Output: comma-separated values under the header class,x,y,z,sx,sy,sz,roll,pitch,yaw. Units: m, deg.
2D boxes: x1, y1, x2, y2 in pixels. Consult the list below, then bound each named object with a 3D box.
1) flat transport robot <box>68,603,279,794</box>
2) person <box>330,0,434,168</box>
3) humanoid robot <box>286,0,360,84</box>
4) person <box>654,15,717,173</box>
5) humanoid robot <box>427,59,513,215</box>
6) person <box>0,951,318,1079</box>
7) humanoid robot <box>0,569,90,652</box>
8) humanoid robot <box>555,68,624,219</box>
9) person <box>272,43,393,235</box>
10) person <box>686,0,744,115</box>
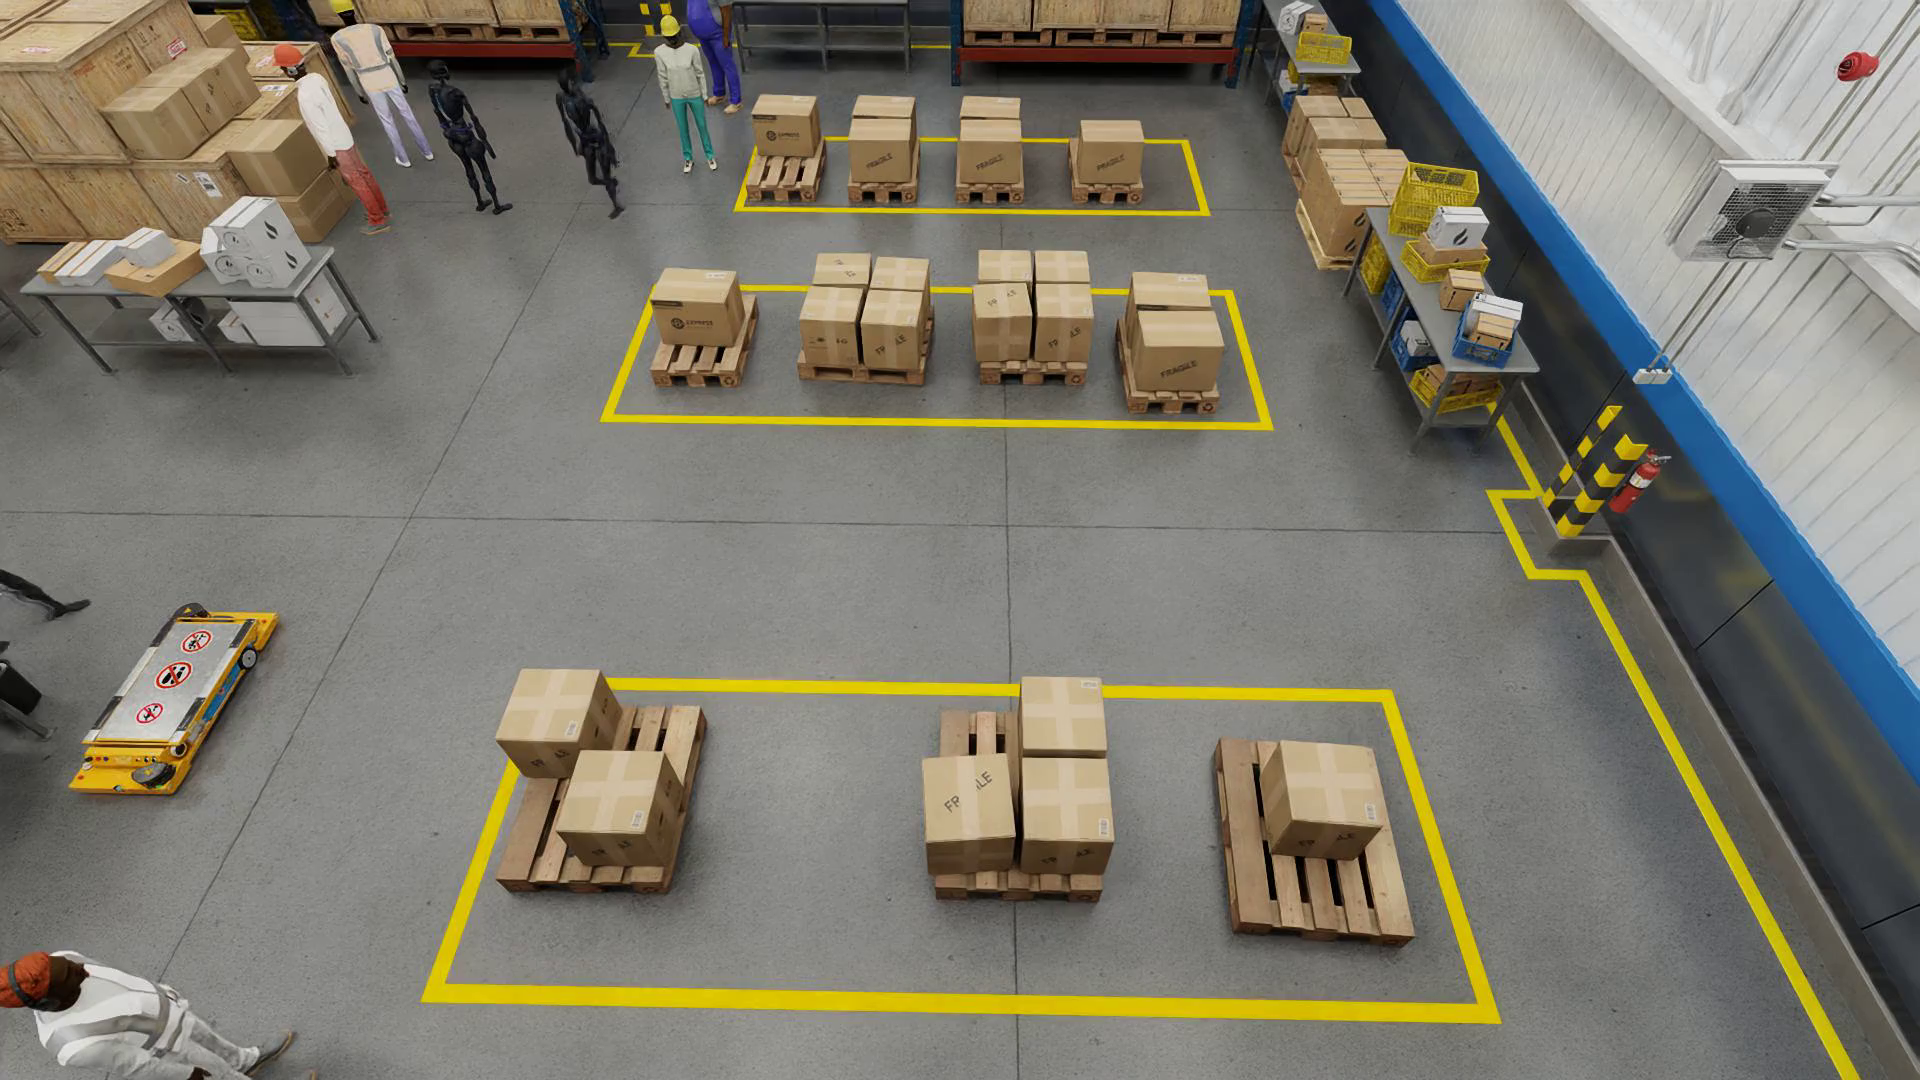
class,x,y,z,sx,sy,sz,roll,pitch,yaw
flat transport robot,-5.504,1.072,6.442,0.652,0.197,1.431,1,50,1
person,-6.901,-5.431,10.886,0.582,1.918,0.405,-32,57,-24
humanoid robot,-8.635,-6.834,12.244,0.738,1.626,0.607,-7,50,-6
person,-3.237,-5.236,10.816,0.532,1.768,0.309,-8,50,-7
humanoid robot,-5.526,-4.488,10.233,0.612,1.657,0.319,17,52,14
person,-3.777,2.333,4.336,0.356,1.881,0.573,-37,59,-27
humanoid robot,-6.996,0.177,6.318,0.692,1.635,0.598,-29,56,-23
humanoid robot,-4.075,-4.413,10.180,0.607,1.644,0.487,14,51,12
person,-6.724,-4.284,9.863,0.376,1.995,0.607,-10,50,-8
person,-3.205,-6.567,11.764,0.682,2.000,0.538,36,58,26
